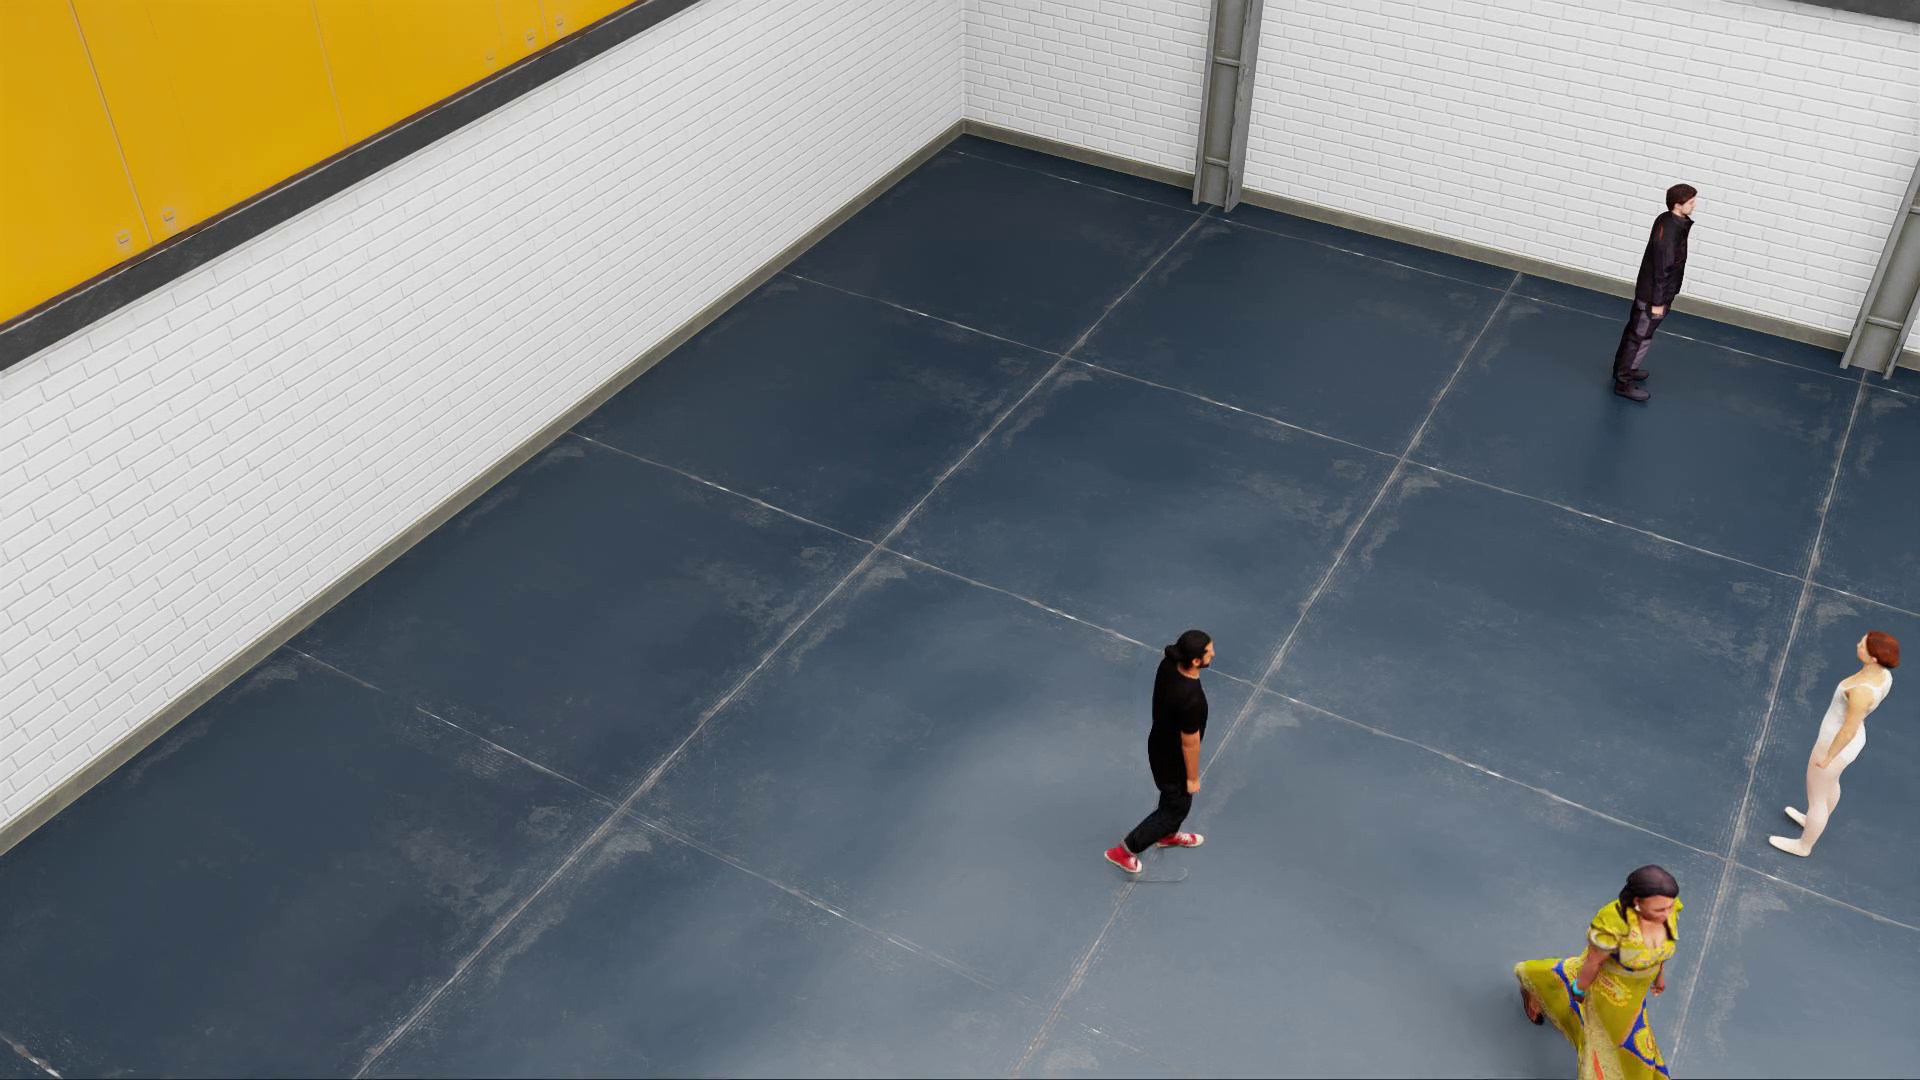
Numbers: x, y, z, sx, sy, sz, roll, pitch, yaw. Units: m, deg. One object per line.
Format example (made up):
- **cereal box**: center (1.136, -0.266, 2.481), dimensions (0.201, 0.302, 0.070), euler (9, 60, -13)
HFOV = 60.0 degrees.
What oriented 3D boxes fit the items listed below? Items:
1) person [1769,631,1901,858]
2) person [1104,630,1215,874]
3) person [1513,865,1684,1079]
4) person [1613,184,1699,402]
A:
- **person**: center (5.060, 1.167, 9.552), dimensions (0.521, 1.644, 0.588), euler (28, 46, 30)
- **person**: center (1.152, 1.222, 9.398), dimensions (1.025, 1.750, 0.938), euler (-8, 39, -10)
- **person**: center (3.222, 2.143, 8.348), dimensions (1.158, 1.621, 1.431), euler (-22, 43, -25)
- **person**: center (5.580, -2.016, 13.381), dimensions (0.650, 1.839, 0.763), euler (11, 40, 14)
